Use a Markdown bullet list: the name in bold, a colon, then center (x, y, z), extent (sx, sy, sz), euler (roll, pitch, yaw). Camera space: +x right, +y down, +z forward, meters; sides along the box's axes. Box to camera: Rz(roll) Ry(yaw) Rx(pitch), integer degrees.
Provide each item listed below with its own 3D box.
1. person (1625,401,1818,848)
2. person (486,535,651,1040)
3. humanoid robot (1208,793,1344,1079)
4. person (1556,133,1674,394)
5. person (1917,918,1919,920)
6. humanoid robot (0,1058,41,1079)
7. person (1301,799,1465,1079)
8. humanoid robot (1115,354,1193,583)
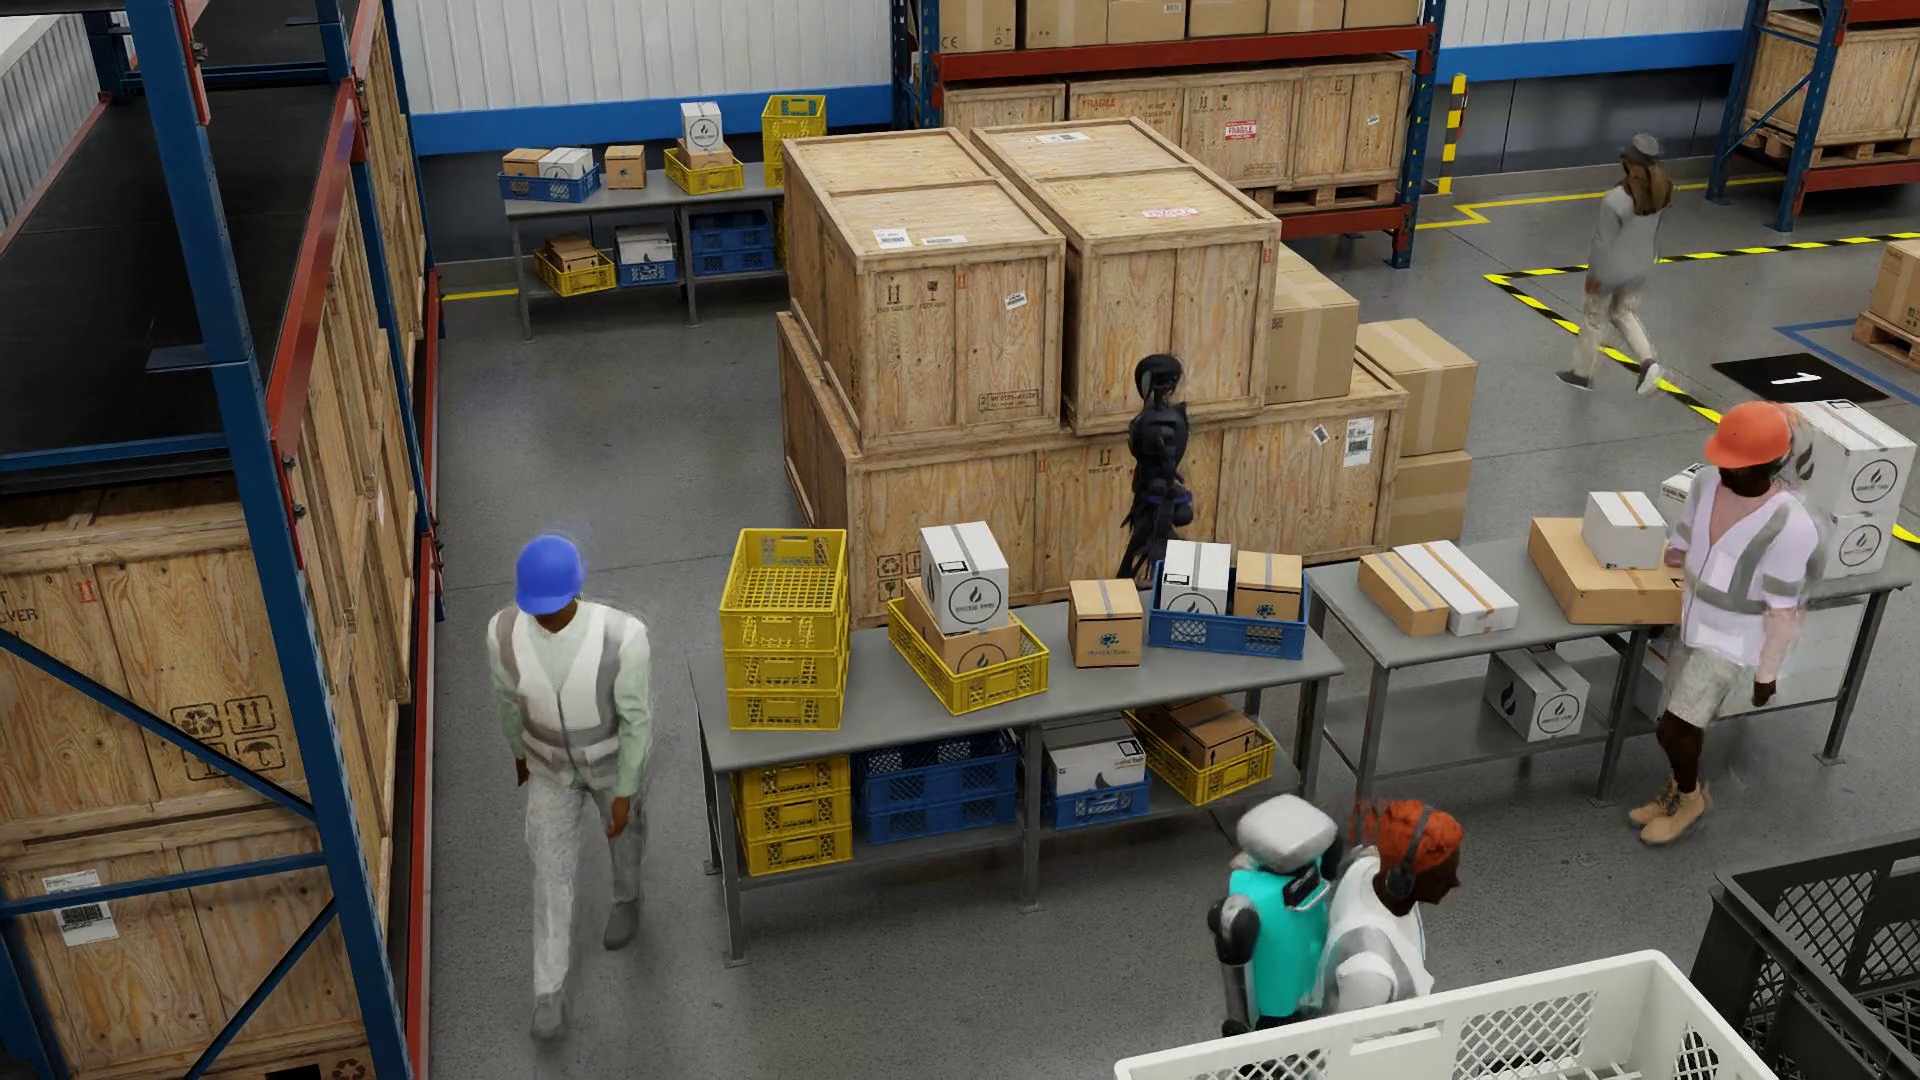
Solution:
- **person**: center (2.962, 0.370, 6.626), extent (0.517, 2.023, 0.642), euler (-7, 30, -13)
- **person**: center (-1.367, 0.840, 5.898), extent (0.599, 1.897, 0.949), euler (1, 29, 2)
- **humanoid robot**: center (1.076, 1.624, 4.739), extent (0.763, 1.858, 0.536), euler (23, 36, 36)
- **person**: center (4.299, -1.755, 10.754), extent (0.577, 1.748, 0.612), euler (-14, 32, -24)
- **person**: center (3.922, 0.767, 6.098), extent (0.404, 1.836, 0.599), euler (0, 29, 0)
- **humanoid robot**: center (-2.184, 1.924, 4.150), extent (0.599, 1.657, 0.315), euler (5, 29, 9)
- **person**: center (1.131, 1.498, 4.747), extent (0.476, 1.865, 0.570), euler (6, 29, 11)
- **humanoid robot**: center (0.891, -0.096, 7.870), extent (0.755, 1.629, 0.598), euler (-3, 29, -5)
